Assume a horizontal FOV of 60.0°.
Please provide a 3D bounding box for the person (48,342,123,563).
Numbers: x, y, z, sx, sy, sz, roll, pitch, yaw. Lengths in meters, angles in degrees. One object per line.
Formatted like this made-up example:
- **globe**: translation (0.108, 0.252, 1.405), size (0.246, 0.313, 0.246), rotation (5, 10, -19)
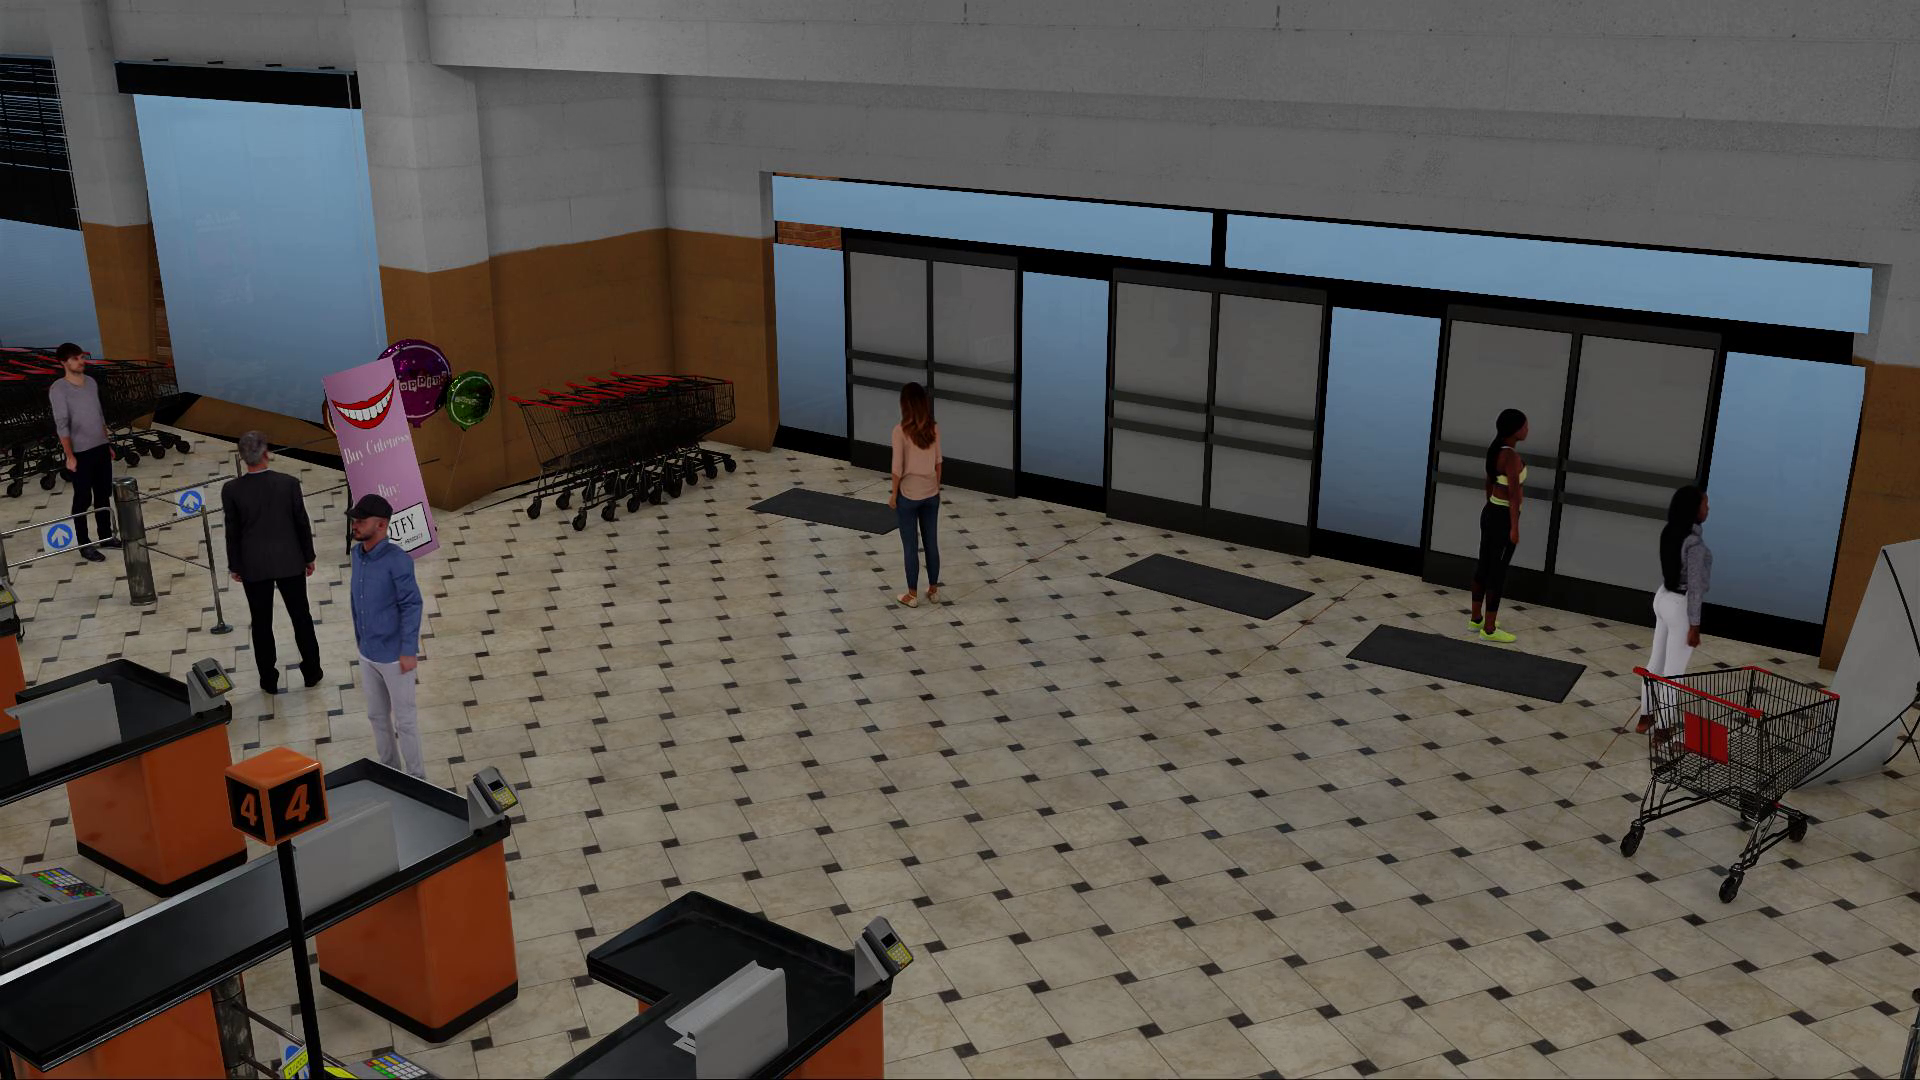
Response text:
- **person**: translation (-7.404, -0.764, 14.077), size (0.788, 1.843, 0.619), rotation (4, 19, 13)

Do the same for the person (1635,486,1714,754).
- **person**: translation (4.556, 0.481, 10.571), size (0.735, 1.724, 0.641), rotation (0, 19, 0)

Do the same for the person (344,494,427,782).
- **person**: translation (-3.407, 0.634, 9.862), size (0.651, 1.888, 0.551), rotation (12, 22, 32)

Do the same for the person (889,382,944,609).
- **person**: translation (-0.327, -0.351, 12.937), size (0.617, 1.789, 0.731), rotation (-9, 21, -25)

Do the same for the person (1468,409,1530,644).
- **person**: translation (3.981, -0.118, 12.300), size (0.702, 1.755, 0.635), rotation (-2, 19, -7)

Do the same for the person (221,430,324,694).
- **person**: translation (-4.716, 0.144, 11.394), size (0.734, 1.837, 0.871), rotation (-8, 20, -23)
